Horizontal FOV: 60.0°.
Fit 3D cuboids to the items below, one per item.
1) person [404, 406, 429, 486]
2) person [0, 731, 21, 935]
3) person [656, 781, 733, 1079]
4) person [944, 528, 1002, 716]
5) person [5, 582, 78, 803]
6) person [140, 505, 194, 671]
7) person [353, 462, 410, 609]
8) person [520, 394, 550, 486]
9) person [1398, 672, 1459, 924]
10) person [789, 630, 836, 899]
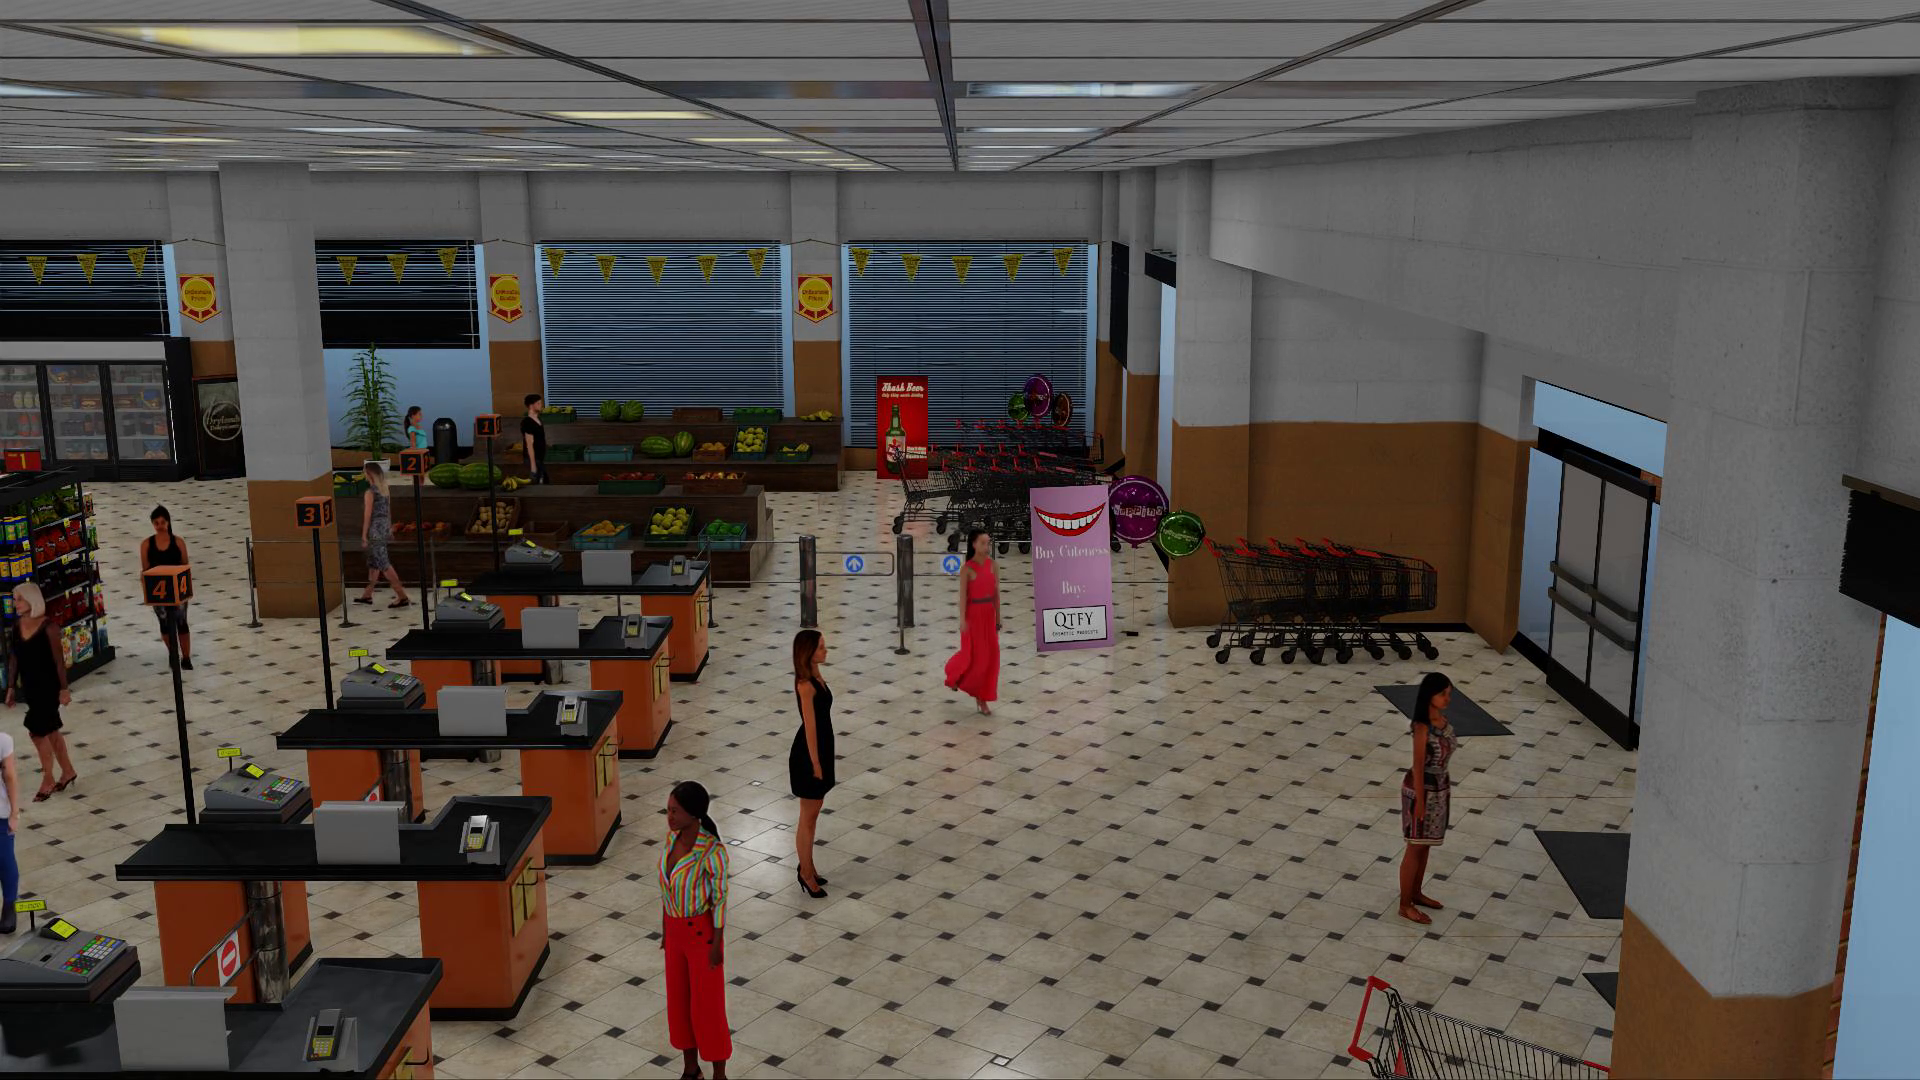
[{"bbox_3d":[-8.115,-1.233,24.843,0.540,1.559,0.544,0,12,-1],"label":"person"},{"bbox_3d":[-6.135,1.737,10.508,0.981,1.655,0.837,-3,12,-16],"label":"person"},{"bbox_3d":[-1.358,2.087,8.512,0.652,1.793,0.737,9,15,36],"label":"person"},{"bbox_3d":[0.125,0.731,15.140,0.869,1.715,0.899,-9,15,-37],"label":"person"},{"bbox_3d":[-7.134,1.160,13.074,0.753,1.727,0.793,6,13,26],"label":"person"},{"bbox_3d":[-7.891,0.473,16.531,0.986,1.646,0.909,-6,13,-26],"label":"person"},{"bbox_3d":[-6.512,-0.026,18.843,1.011,1.670,0.699,2,12,10],"label":"person"},{"bbox_3d":[-6.104,-1.119,23.509,0.827,1.886,0.702,-1,12,-3],"label":"person"},{"bbox_3d":[3.057,1.660,10.904,0.731,1.643,0.724,8,14,33],"label":"person"},{"bbox_3d":[-0.996,1.497,11.211,0.511,1.834,0.576,0,12,1],"label":"person"}]
